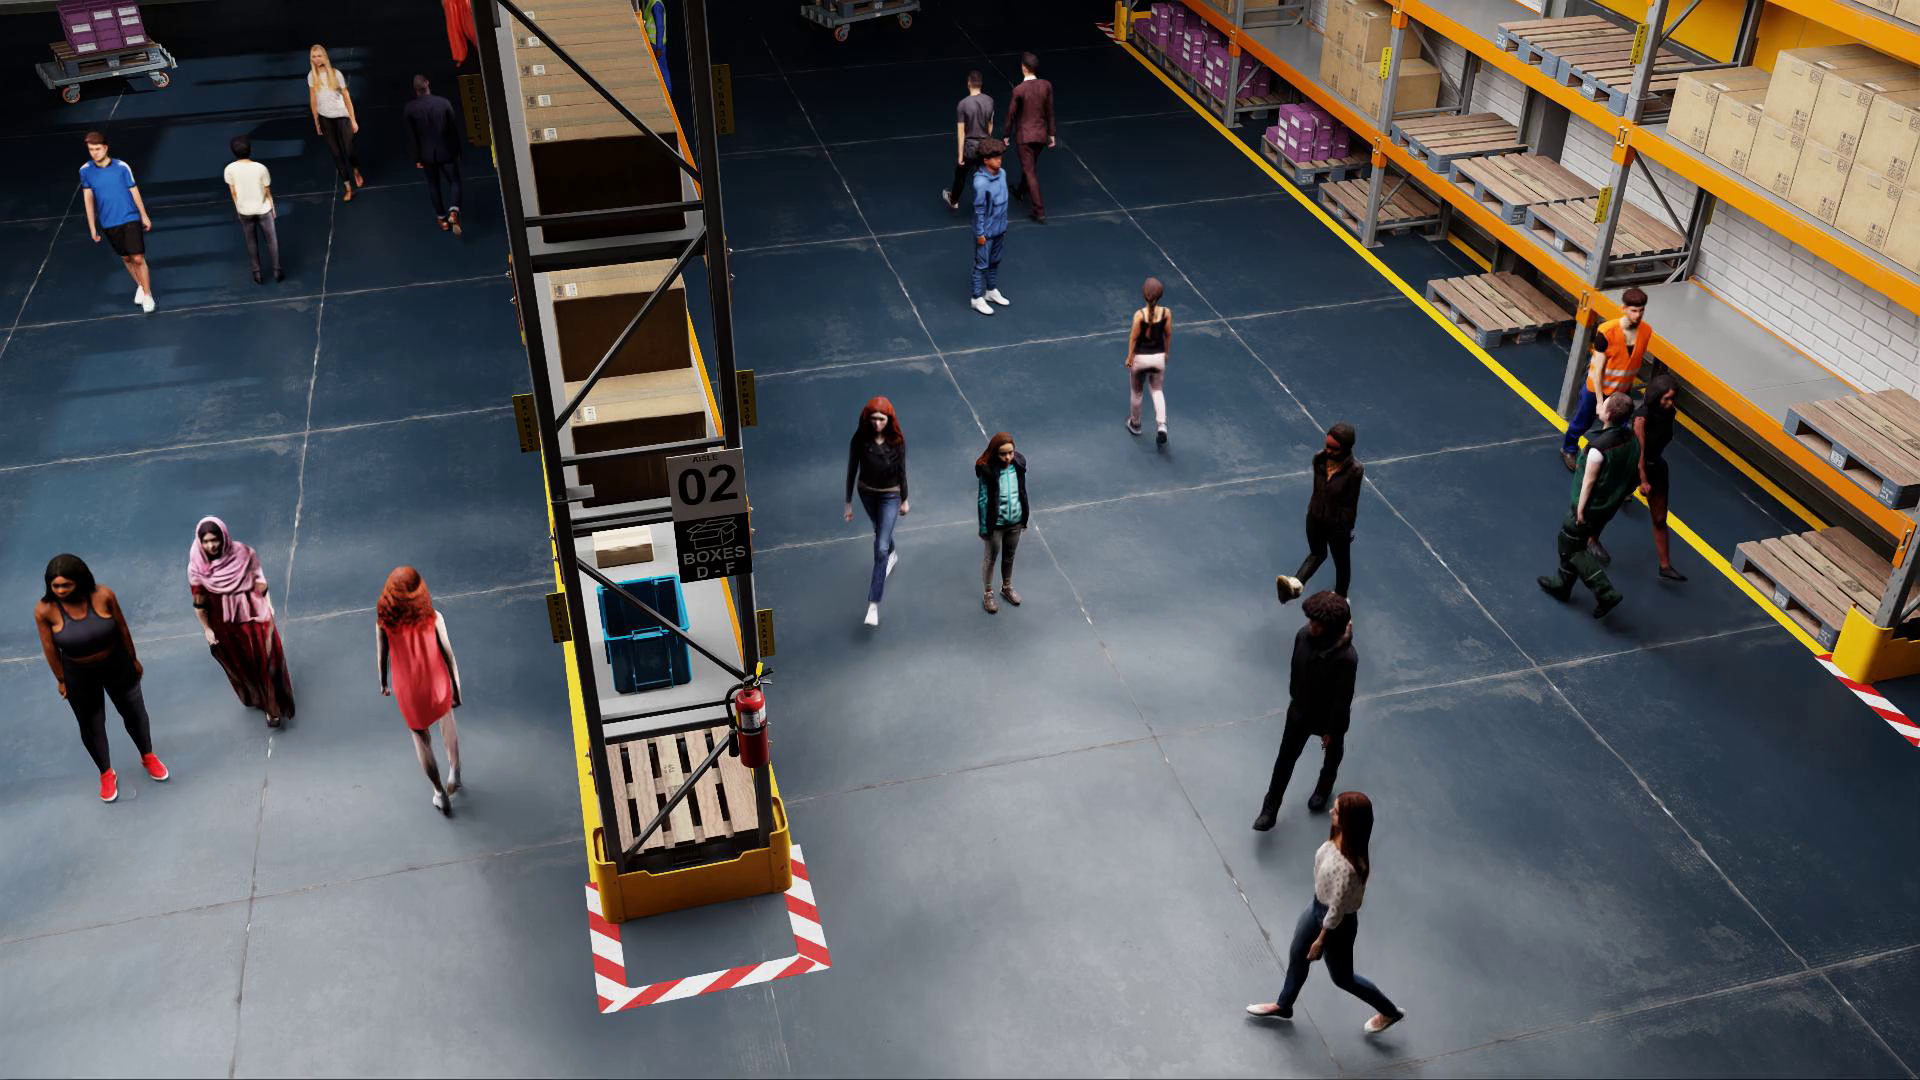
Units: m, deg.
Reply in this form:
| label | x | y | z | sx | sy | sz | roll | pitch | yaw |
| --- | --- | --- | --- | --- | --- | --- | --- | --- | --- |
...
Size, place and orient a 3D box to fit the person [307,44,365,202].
| label | x | y | z | sx | sy | sz | roll | pitch | yaw |
| --- | --- | --- | --- | --- | --- | --- | --- | --- | --- |
| person | -7.256 | -4.893 | 19.372 | 0.684 | 1.820 | 0.774 | -4 | 34 | -6 |

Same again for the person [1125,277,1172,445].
| label | x | y | z | sx | sy | sz | roll | pitch | yaw |
| --- | --- | --- | --- | --- | --- | --- | --- | --- | --- |
| person | 1.675 | -1.552 | 14.589 | 0.555 | 1.551 | 0.875 | -7 | 34 | -10 |

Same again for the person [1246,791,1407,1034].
| label | x | y | z | sx | sy | sz | roll | pitch | yaw |
| --- | --- | --- | --- | --- | --- | --- | --- | --- | --- |
| person | 2.112 | 2.071 | 9.001 | 0.881 | 1.702 | 1.097 | 2 | 34 | 3 |

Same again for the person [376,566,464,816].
| label | x | y | z | sx | sy | sz | roll | pitch | yaw |
| --- | --- | --- | --- | --- | --- | --- | --- | --- | --- |
| person | -3.369 | 1.018 | 10.487 | 0.673 | 1.811 | 0.673 | -14 | 36 | -20 |

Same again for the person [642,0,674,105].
| label | x | y | z | sx | sy | sz | roll | pitch | yaw |
| --- | --- | --- | --- | --- | --- | --- | --- | --- | --- |
| person | -4.023 | -6.571 | 21.902 | 0.793 | 1.813 | 0.639 | -21 | 39 | -28 |

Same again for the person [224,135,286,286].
| label | x | y | z | sx | sy | sz | roll | pitch | yaw |
| --- | --- | --- | --- | --- | --- | --- | --- | --- | --- |
| person | -7.372 | -3.446 | 17.407 | 0.596 | 1.585 | 0.485 | -11 | 35 | -16 |

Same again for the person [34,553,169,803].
| label | x | y | z | sx | sy | sz | roll | pitch | yaw |
| --- | --- | --- | --- | --- | --- | --- | --- | --- | --- |
| person | -5.577 | 0.838 | 10.756 | 0.746 | 1.814 | 0.741 | -22 | 39 | -29 |

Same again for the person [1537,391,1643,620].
| label | x | y | z | sx | sy | sz | roll | pitch | yaw |
| --- | --- | --- | --- | --- | --- | --- | --- | --- | --- |
| person | 4.769 | -0.236 | 12.362 | 0.856 | 1.824 | 1.064 | -22 | 40 | -30 |

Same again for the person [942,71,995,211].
| label | x | y | z | sx | sy | sz | roll | pitch | yaw |
| --- | --- | --- | --- | --- | --- | --- | --- | --- | --- |
| person | 0.218 | -4.306 | 18.576 | 0.792 | 1.722 | 1.152 | -16 | 37 | -22 |

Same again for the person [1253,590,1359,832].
| label | x | y | z | sx | sy | sz | roll | pitch | yaw |
| --- | --- | --- | --- | --- | --- | --- | --- | --- | --- |
| person | 2.331 | 1.024 | 10.548 | 1.079 | 1.734 | 1.083 | 22 | 39 | 29 |

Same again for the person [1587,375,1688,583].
| label | x | y | z | sx | sy | sz | roll | pitch | yaw |
| --- | --- | --- | --- | --- | --- | --- | --- | --- | --- |
| person | 5.186 | -0.533 | 12.920 | 0.739 | 1.700 | 1.141 | -17 | 37 | -23 |

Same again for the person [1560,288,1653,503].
| label | x | y | z | sx | sy | sz | roll | pitch | yaw |
| --- | --- | --- | --- | --- | --- | --- | --- | --- | --- |
| person | 5.373 | -1.293 | 13.944 | 0.772 | 1.832 | 1.284 | -5 | 34 | -8 |

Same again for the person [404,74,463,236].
| label | x | y | z | sx | sy | sz | roll | pitch | yaw |
| --- | --- | --- | --- | --- | --- | --- | --- | --- | --- |
| person | -5.767 | -4.229 | 18.389 | 0.689 | 1.802 | 0.969 | -9 | 35 | -14 |

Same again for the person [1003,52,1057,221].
| label | x | y | z | sx | sy | sz | roll | pitch | yaw |
| --- | --- | --- | --- | --- | --- | --- | --- | --- | --- |
| person | 0.844 | -4.524 | 18.816 | 0.887 | 1.821 | 1.230 | -16 | 37 | -23 |

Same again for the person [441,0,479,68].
| label | x | y | z | sx | sy | sz | roll | pitch | yaw |
| --- | --- | --- | --- | --- | --- | --- | --- | --- | --- |
| person | -7.105 | -7.684 | 23.619 | 0.875 | 1.766 | 1.237 | 1 | 34 | 2 |

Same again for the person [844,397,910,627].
| label | x | y | z | sx | sy | sz | roll | pitch | yaw |
| --- | --- | --- | --- | --- | --- | --- | --- | --- | --- |
| person | -0.593 | -0.318 | 12.583 | 0.993 | 1.716 | 1.339 | 7 | 34 | 10 |

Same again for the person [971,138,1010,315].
| label | x | y | z | sx | sy | sz | roll | pitch | yaw |
| --- | --- | --- | --- | --- | --- | --- | --- | --- | --- |
| person | 0.293 | -3.195 | 16.829 | 0.785 | 1.807 | 0.744 | 21 | 39 | 28 |

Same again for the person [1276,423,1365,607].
| label | x | y | z | sx | sy | sz | roll | pitch | yaw |
| --- | --- | --- | --- | --- | --- | --- | --- | --- | --- |
| person | 2.670 | -0.072 | 12.268 | 0.908 | 1.655 | 0.886 | -1 | 34 | -2 |

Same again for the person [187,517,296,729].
| label | x | y | z | sx | sy | sz | roll | pitch | yaw |
| --- | --- | --- | --- | --- | --- | --- | --- | --- | --- |
| person | -4.988 | 0.483 | 11.465 | 0.658 | 1.619 | 0.813 | -11 | 35 | -16 |

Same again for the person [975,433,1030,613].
| label | x | y | z | sx | sy | sz | roll | pitch | yaw |
| --- | --- | --- | --- | --- | --- | --- | --- | --- | --- |
| person | 0.315 | -0.158 | 12.536 | 0.628 | 1.500 | 0.644 | -16 | 37 | -23 |

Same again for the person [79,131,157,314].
| label | x | y | z | sx | sy | sz | roll | pitch | yaw |
| --- | --- | --- | --- | --- | --- | --- | --- | --- | --- |
| person | -8.523 | -3.286 | 16.929 | 0.711 | 1.847 | 0.928 | -7 | 34 | -11 |
